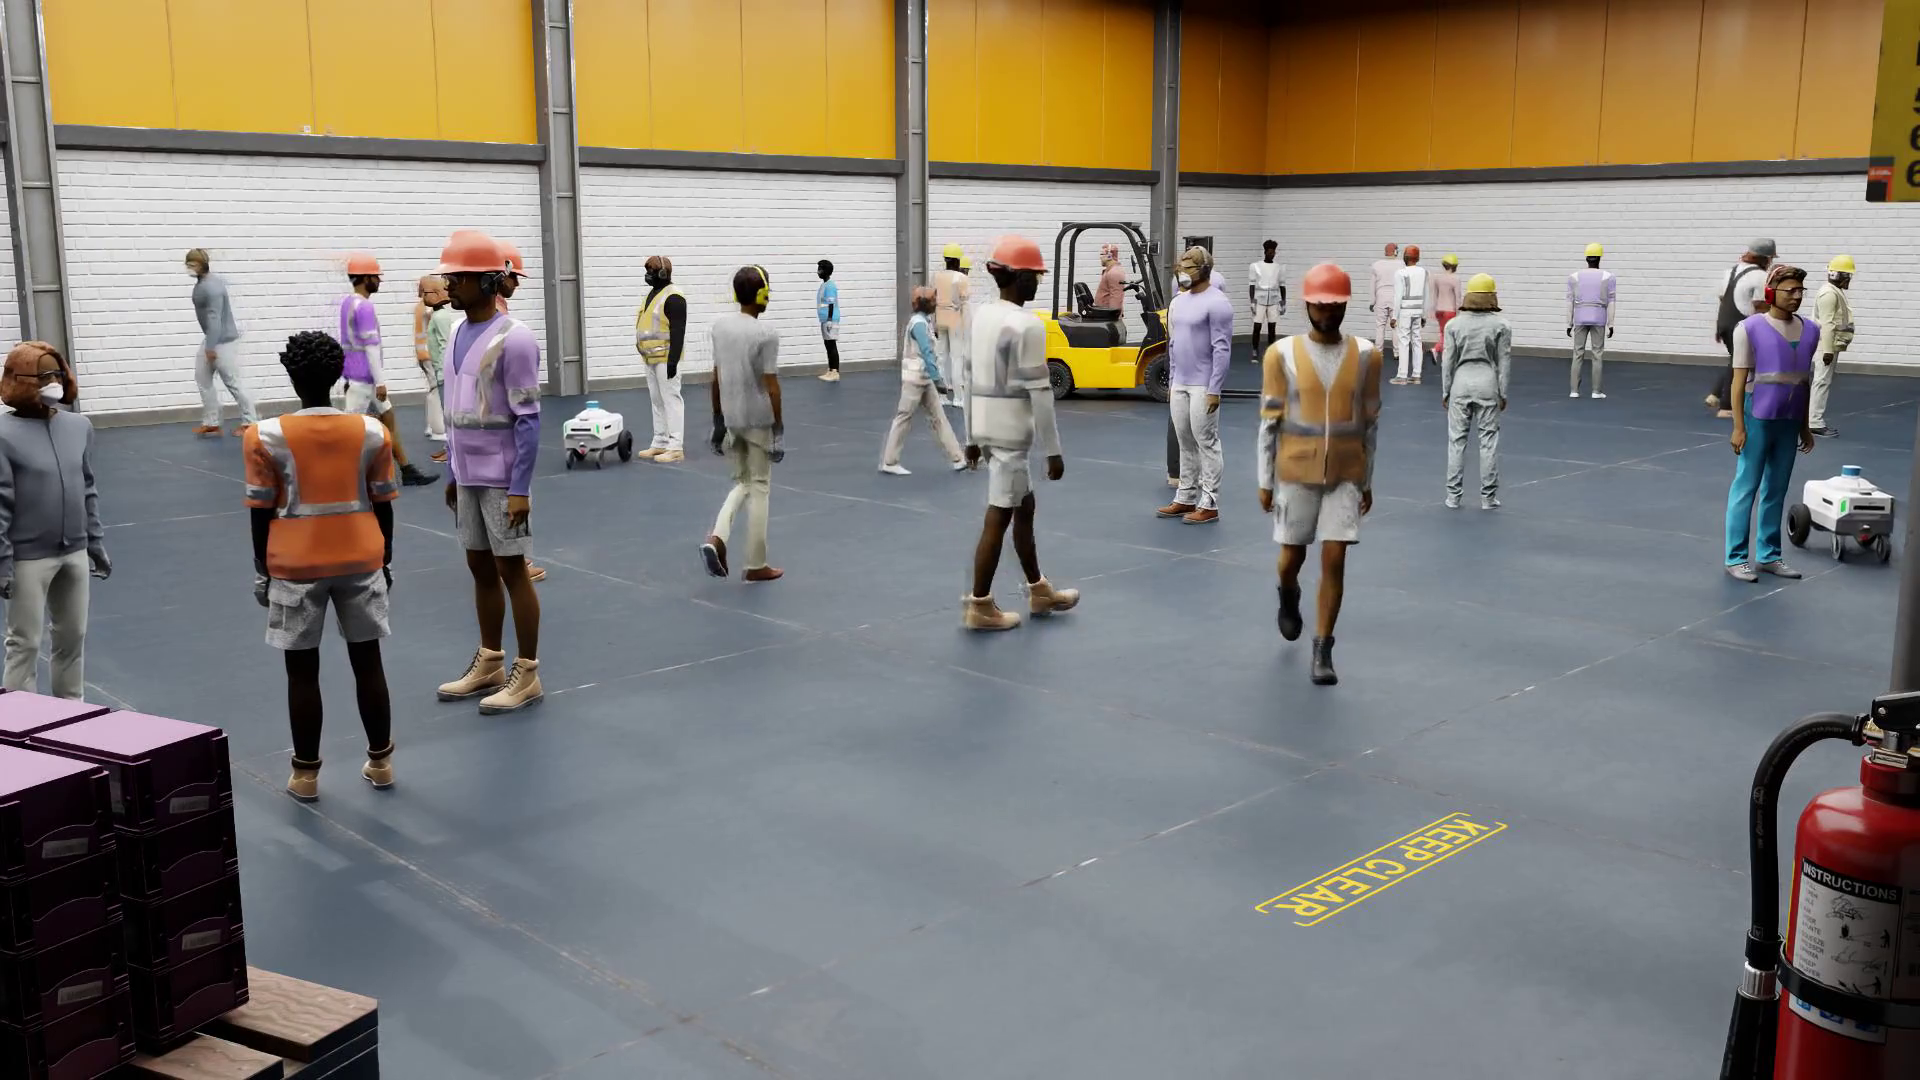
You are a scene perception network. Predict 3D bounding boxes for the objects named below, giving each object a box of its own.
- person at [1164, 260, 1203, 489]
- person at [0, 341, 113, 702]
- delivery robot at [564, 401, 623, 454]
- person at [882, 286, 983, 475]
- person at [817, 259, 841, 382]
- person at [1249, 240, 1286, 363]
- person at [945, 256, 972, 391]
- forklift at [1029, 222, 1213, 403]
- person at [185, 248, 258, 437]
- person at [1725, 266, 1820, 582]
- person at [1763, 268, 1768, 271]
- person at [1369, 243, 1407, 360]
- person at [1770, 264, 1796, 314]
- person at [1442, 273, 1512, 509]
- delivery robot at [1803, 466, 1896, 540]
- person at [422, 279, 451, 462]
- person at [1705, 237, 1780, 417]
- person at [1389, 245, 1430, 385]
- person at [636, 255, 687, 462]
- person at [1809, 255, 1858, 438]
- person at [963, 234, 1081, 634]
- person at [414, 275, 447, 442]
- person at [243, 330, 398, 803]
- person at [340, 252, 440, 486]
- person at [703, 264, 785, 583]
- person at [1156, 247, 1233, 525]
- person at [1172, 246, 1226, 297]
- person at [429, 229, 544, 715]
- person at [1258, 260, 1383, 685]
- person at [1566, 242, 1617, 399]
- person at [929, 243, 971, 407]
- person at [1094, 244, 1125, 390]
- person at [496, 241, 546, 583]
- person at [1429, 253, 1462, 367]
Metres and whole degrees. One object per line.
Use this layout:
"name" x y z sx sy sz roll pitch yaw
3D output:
"person" 1.817 -1.342 13.393 0.345 1.846 0.508 1 10 6
"person" -3.440 0.066 6.290 0.283 1.633 0.501 4 11 19
"delivery robot" -3.240 -0.984 14.710 0.477 0.478 0.707 1 11 6
"person" -0.262 -1.327 14.004 0.868 1.593 0.511 1 10 7
"person" -1.835 -3.050 23.138 0.320 1.690 0.538 -3 11 -17
"person" 4.886 -3.789 26.459 0.609 1.952 0.378 0 10 -2
"person" 0.039 -2.814 21.680 0.621 1.740 0.541 -4 11 -21
"forklift" 1.935 -2.847 20.651 2.313 2.155 1.214 2 11 13
"person" -7.415 -1.951 16.569 0.795 1.891 0.647 -8 13 -38
"person" 4.766 -0.682 9.795 0.566 1.846 0.387 -4 11 -19
"person" 9.421 -2.476 19.625 0.592 1.842 1.000 0 10 -1
"person" 6.992 -3.877 27.077 0.642 1.901 0.401 4 11 22
"person" 11.057 -2.926 22.597 0.523 1.638 0.310 6 12 28
"person" 3.825 -1.100 12.361 0.487 1.741 0.314 4 11 22
"delivery robot" 5.662 -0.231 10.601 0.477 0.478 0.707 1 11 8
"person" -4.649 -1.513 14.905 0.286 1.633 0.500 -3 11 -17
"person" 8.723 -2.366 18.448 0.548 2.000 0.714 -1 10 -5
"person" 6.107 -3.052 22.611 0.587 1.882 0.341 -5 11 -25
"person" -2.688 -1.625 14.949 0.429 1.844 0.627 -7 13 -34
"person" 8.768 -1.946 16.745 0.403 1.823 0.599 6 12 28
"person" 0.378 -0.536 8.524 0.884 2.014 0.637 -5 12 -27
"person" -5.145 -1.773 16.333 0.399 1.633 0.534 -7 13 -35
"person" -2.275 0.096 5.981 0.529 1.688 0.321 -8 13 -36
"person" -4.725 -1.322 13.179 1.013 1.891 0.559 -6 12 -28
"person" -1.247 -0.653 9.601 0.548 1.858 0.475 7 13 34
"person" 1.664 -1.083 11.732 0.372 1.940 0.630 -5 12 -26
"person" 2.761 -2.455 19.325 0.639 1.900 0.401 0 10 -1
"person" -2.020 -0.282 7.073 0.605 2.045 0.377 10 14 42
"person" 1.655 -0.333 7.719 0.548 1.918 0.727 1 10 4
"person" 7.806 -2.706 20.605 0.586 1.930 0.357 6 12 29
"person" -0.099 -2.536 19.681 0.585 1.929 0.370 8 13 38
"person" 1.958 -2.921 21.843 0.403 1.906 0.651 1 10 5
"person" -2.692 -0.747 9.762 0.388 1.987 0.608 -5 11 -25
"person" 7.404 -3.494 25.397 0.611 1.747 0.532 -6 12 -30
